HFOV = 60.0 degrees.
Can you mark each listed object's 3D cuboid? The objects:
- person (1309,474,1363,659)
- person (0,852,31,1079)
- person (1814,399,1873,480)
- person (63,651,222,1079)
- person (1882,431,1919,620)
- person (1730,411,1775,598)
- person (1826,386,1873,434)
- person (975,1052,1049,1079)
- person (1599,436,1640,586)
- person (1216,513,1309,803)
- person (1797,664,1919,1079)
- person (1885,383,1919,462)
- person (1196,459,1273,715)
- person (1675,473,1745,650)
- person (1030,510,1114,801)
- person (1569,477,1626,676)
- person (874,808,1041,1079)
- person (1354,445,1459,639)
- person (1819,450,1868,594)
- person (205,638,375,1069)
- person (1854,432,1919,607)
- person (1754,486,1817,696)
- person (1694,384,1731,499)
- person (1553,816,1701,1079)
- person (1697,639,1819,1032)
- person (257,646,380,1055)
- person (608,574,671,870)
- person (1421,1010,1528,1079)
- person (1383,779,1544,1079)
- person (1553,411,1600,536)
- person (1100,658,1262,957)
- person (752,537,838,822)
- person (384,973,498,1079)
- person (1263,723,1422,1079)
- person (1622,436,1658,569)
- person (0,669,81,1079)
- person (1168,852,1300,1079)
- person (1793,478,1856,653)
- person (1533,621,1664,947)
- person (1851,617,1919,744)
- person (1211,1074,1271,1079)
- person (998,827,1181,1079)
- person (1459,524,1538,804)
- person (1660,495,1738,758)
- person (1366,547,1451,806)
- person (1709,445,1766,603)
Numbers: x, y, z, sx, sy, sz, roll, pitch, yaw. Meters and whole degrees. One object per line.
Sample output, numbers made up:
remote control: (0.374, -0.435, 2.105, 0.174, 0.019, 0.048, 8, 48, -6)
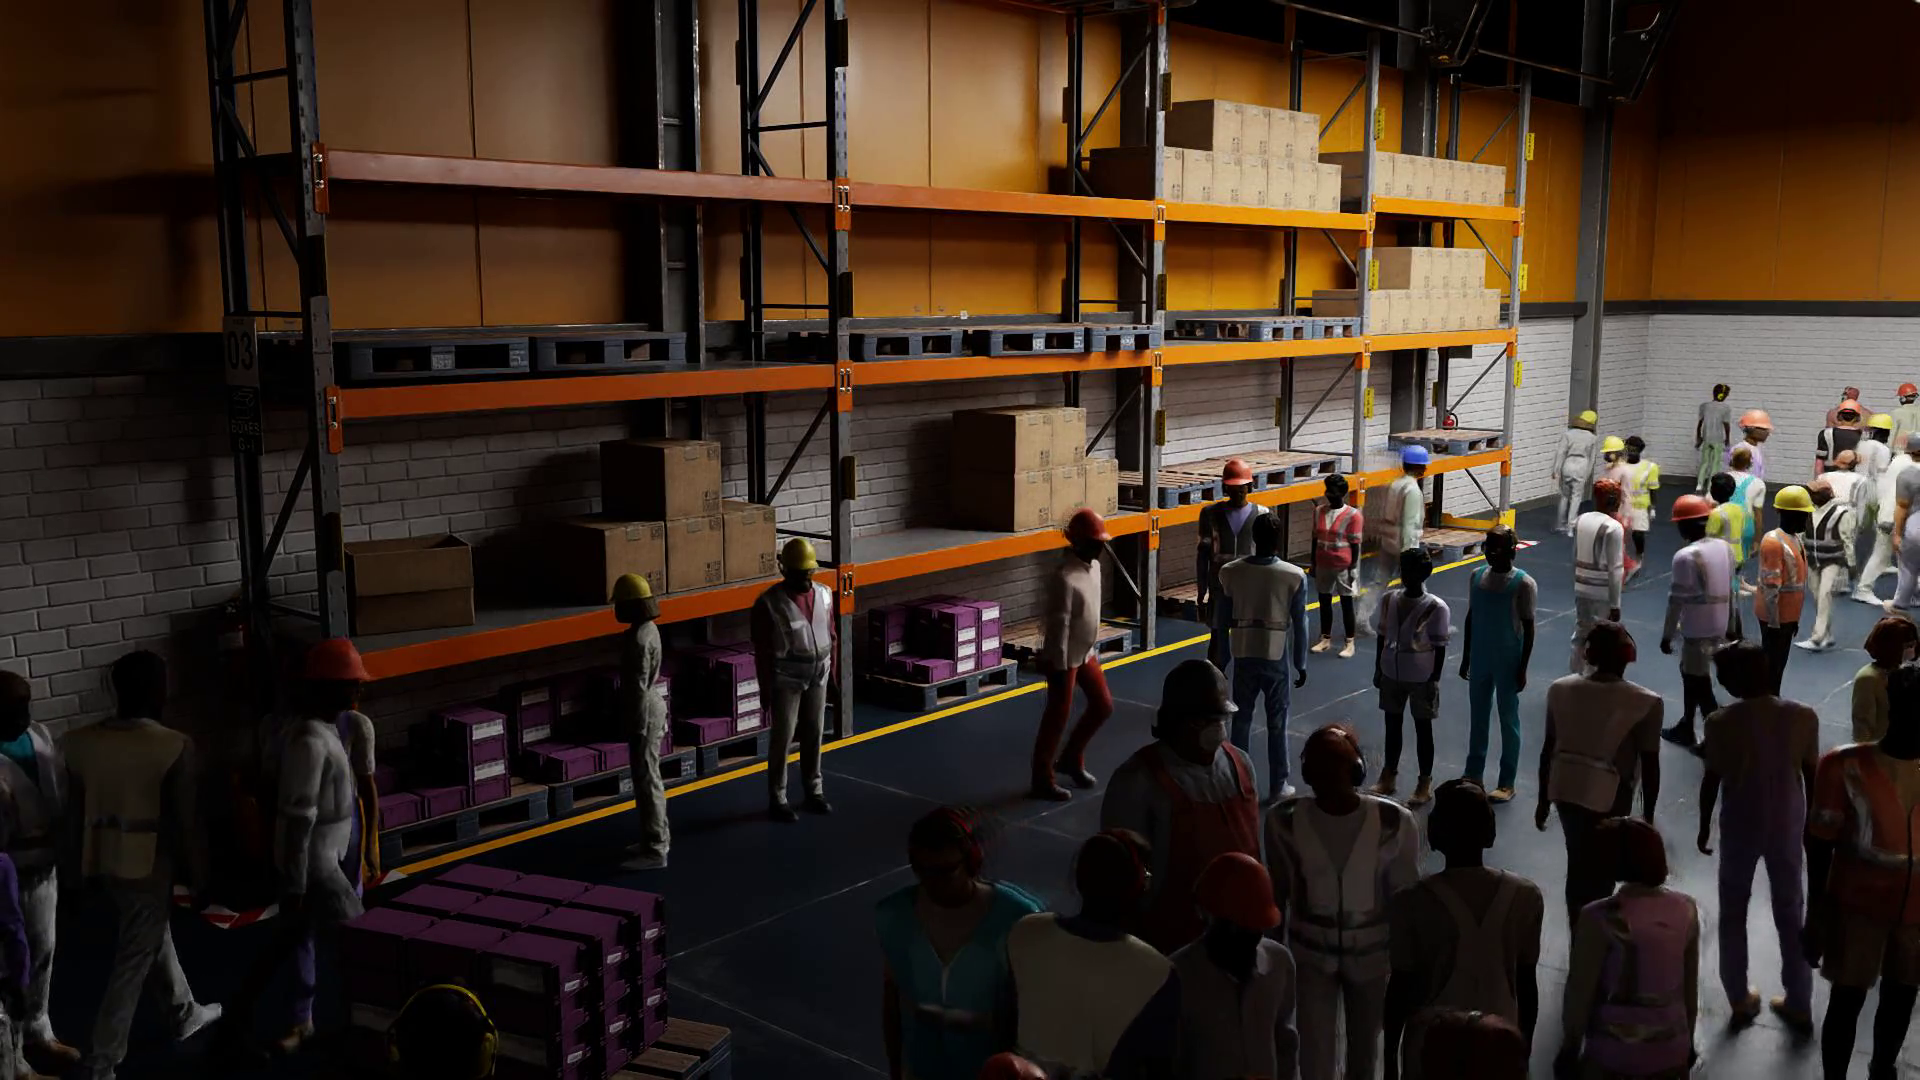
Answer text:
person: (3.422, 0.232, 15.207, 0.319, 1.690, 0.530, -8, 12, -42)
person: (-3.750, 1.696, 6.002, 0.699, 1.615, 0.581, -4, 10, -25)
person: (10.617, -0.680, 20.026, 0.616, 2.028, 0.409, 4, 10, 24)
person: (-3.527, 1.405, 7.127, 0.595, 1.866, 1.031, 2, 9, 13)
person: (9.557, -0.136, 16.457, 0.720, 2.000, 1.021, 1, 9, 6)
person: (8.596, -0.386, 18.135, 0.414, 2.024, 0.644, 8, 12, 42)
person: (12.913, -1.279, 24.241, 0.651, 1.911, 0.409, 2, 9, 10)
person: (0.170, 1.994, 3.757, 0.572, 1.742, 0.462, 3, 9, 20)
person: (7.264, -0.280, 18.314, 0.528, 1.744, 0.557, -1, 9, -9)
person: (1.989, 0.777, 10.962, 0.600, 1.917, 0.377, 3, 9, 21)
person: (3.669, 1.447, 6.607, 0.669, 1.951, 0.553, 1, 9, 4)
person: (13.518, -1.249, 23.816, 0.619, 1.986, 0.406, -1, 9, -8)
person: (2.174, 0.372, 13.173, 0.607, 2.044, 0.371, 1, 9, 8)
person: (7.023, 0.197, 15.542, 0.547, 1.647, 0.855, -8, 12, -41)
person: (0.742, 0.762, 10.959, 0.579, 1.957, 0.628, 5, 10, 28)
person: (5.092, 0.435, 13.279, 0.348, 1.882, 0.576, -2, 9, -12)
person: (0.048, 1.699, 5.343, 0.617, 1.817, 0.699, 3, 9, 18)
person: (4.232, 0.035, 15.872, 1.024, 1.896, 0.652, -1, 9, -6)
person: (9.583, -0.185, 18.108, 0.544, 1.609, 0.639, 8, 12, 41)
person: (-2.869, 1.373, 7.241, 0.925, 1.895, 0.545, -4, 10, -22)
person: (9.989, -0.207, 17.533, 0.921, 1.849, 0.719, 3, 9, 20)
person: (6.130, 0.550, 12.396, 0.366, 1.927, 0.585, 7, 11, 38)
person: (11.839, -1.545, 26.195, 0.454, 1.843, 0.564, -7, 11, -37)
person: (2.310, 1.748, 5.660, 0.561, 1.616, 0.435, -4, 10, -23)
person: (3.668, 1.350, 7.636, 0.548, 1.810, 0.367, 1, 9, 6)
person: (-2.843, 1.368, 7.396, 0.507, 1.842, 0.351, -1, 9, -6)
person: (-1.886, 1.054, 9.777, 0.324, 1.730, 0.493, -1, 9, -6)
person: (1.035, 1.934, 3.729, 1.006, 1.860, 0.649, 8, 12, 41)
person: (1.620, 1.679, 5.422, 0.505, 1.839, 0.344, -1, 9, -3)
person: (8.362, -0.910, 22.582, 0.558, 1.689, 0.674, 4, 10, 24)
person: (0.894, 1.447, 6.245, 0.682, 2.000, 0.537, -6, 11, -33)
person: (-1.033, 0.881, 10.618, 0.586, 1.824, 0.405, -7, 12, -40)
person: (-1.164, 1.905, 3.844, 0.518, 1.872, 0.326, -3, 9, -16)
person: (1.442, 1.542, 6.322, 0.585, 1.847, 0.910, 2, 9, 13)
person: (7.710, -0.369, 19.113, 0.577, 1.677, 0.468, 6, 11, 35)
person: (-4.020, 1.432, 7.041, 0.432, 1.828, 0.643, 1, 9, 4)
person: (0.806, 1.782, 5.045, 0.562, 1.744, 0.351, -4, 10, -27)
person: (7.987, 0.235, 15.454, 0.702, 1.603, 0.574, -4, 10, -25)
person: (3.096, 1.292, 8.087, 0.802, 1.785, 0.592, -7, 11, -37)
person: (5.011, 1.216, 9.039, 0.498, 1.634, 0.281, -6, 11, -33)
person: (0.735, 1.999, 3.490, 0.882, 1.797, 0.552, 0, 9, -3)
person: (0.355, 1.759, 4.916, 0.583, 1.823, 0.480, 7, 11, 37)
person: (3.536, 0.808, 10.994, 0.343, 1.847, 0.506, -7, 11, -38)
person: (5.273, 0.624, 12.021, 0.588, 1.892, 0.767, -5, 10, -31)
person: (2.951, 0.889, 10.940, 0.318, 1.700, 0.535, -8, 12, -43)
person: (7.623, -0.018, 16.394, 0.526, 1.820, 0.583, 4, 10, 24)
